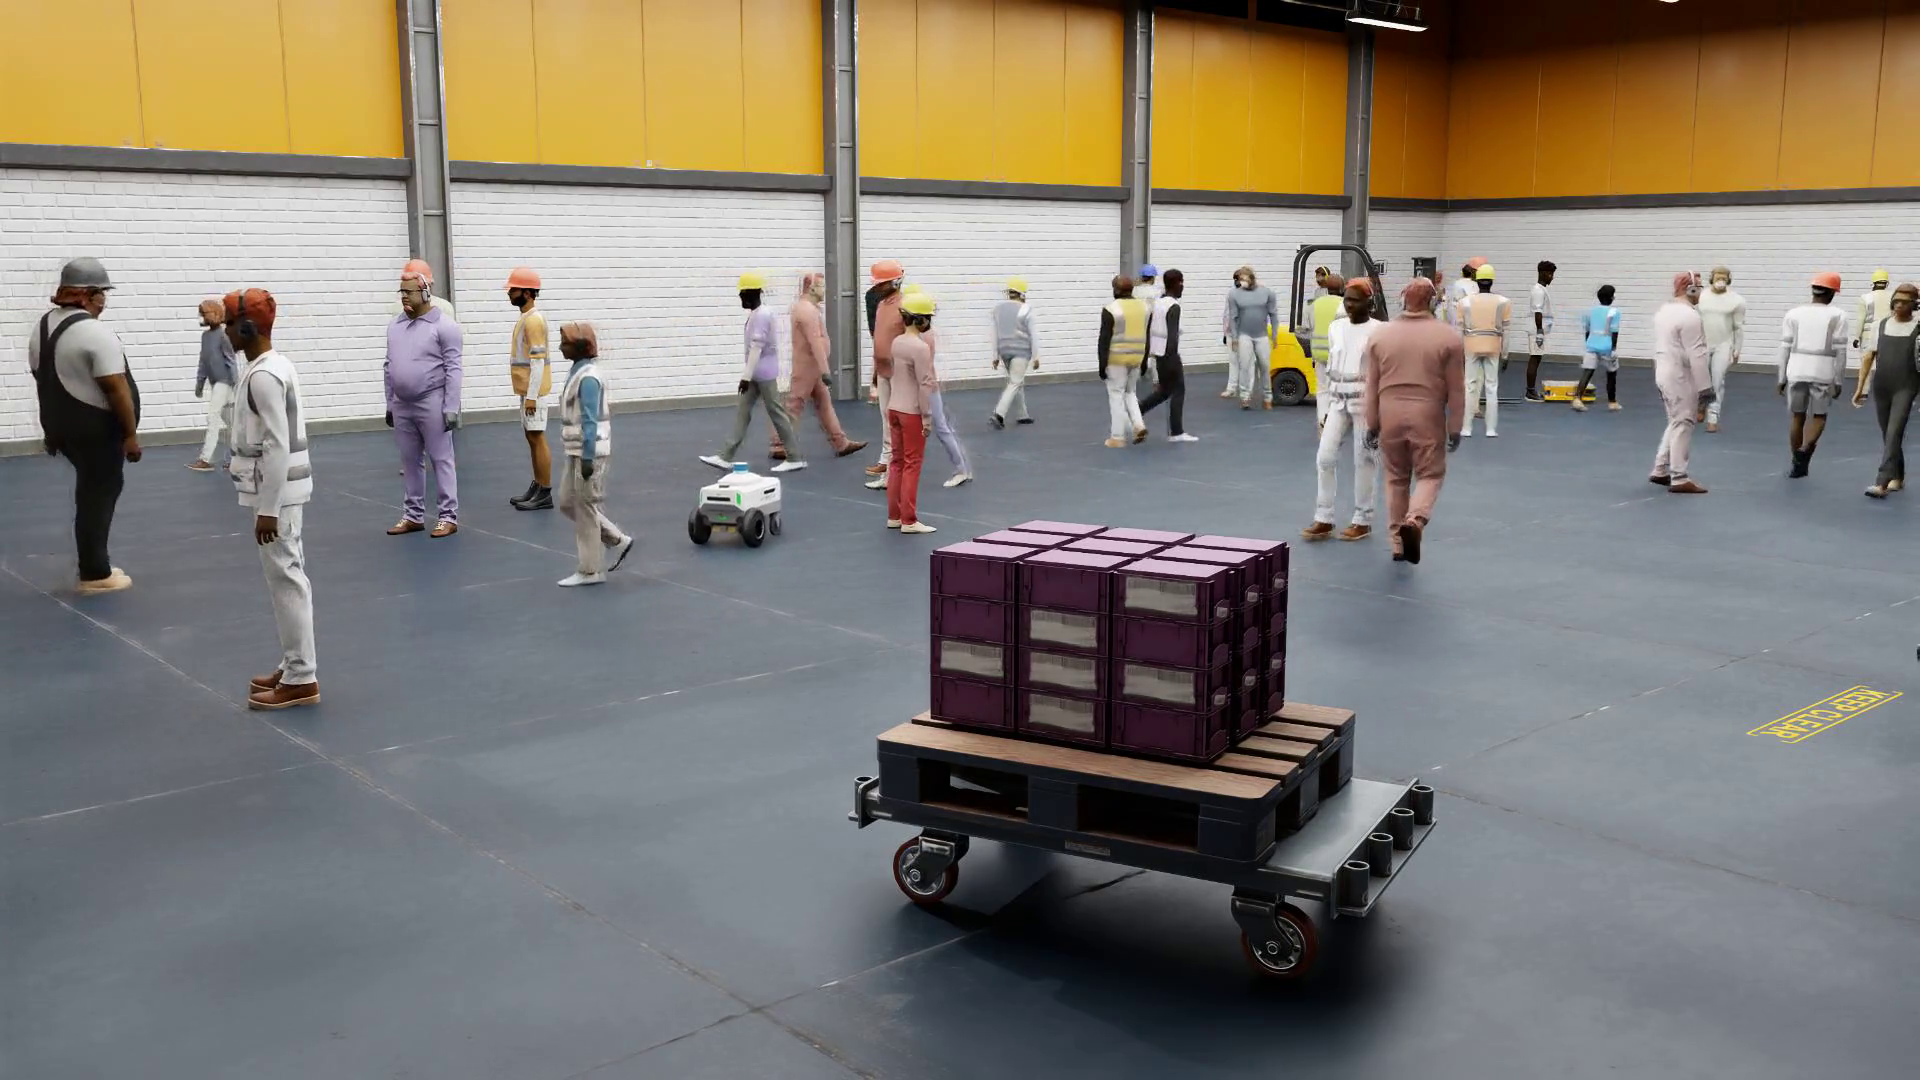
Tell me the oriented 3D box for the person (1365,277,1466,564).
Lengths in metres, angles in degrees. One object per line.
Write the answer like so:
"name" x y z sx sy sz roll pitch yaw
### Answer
"person" 2.943 -0.763 10.849 0.652 1.893 0.668 5 11 29

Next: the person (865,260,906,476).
"person" -0.621 -1.544 15.145 0.393 1.985 0.611 -7 12 -34

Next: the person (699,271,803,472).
"person" -1.931 -1.552 15.497 0.980 1.873 0.608 -3 10 -16

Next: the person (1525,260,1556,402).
"person" 8.085 -2.907 23.202 0.369 1.958 0.602 3 10 17

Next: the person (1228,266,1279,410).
"person" 3.843 -2.639 21.812 0.672 1.892 0.591 2 10 9

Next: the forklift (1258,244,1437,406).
"forklift" 5.256 -2.933 22.661 2.313 2.155 1.214 3 10 16

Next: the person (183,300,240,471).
"person" -7.083 -1.444 15.676 0.521 1.602 0.770 9 13 43

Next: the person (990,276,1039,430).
"person" 0.622 -2.193 19.528 0.587 1.797 0.897 8 13 39

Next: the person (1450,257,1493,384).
"person" 7.692 -3.212 24.843 0.635 2.004 0.834 -3 10 -14

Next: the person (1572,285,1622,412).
"person" 8.320 -2.489 21.639 0.857 1.657 0.541 -7 12 -35

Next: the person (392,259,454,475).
"person" -4.969 -1.588 15.379 0.622 1.990 0.402 1 10 7

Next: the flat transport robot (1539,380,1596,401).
"flat transport robot" 8.560 -2.108 23.453 0.652 0.197 1.431 3 10 16

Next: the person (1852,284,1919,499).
"person" 7.898 -1.255 14.049 0.987 1.798 0.512 -8 12 -38

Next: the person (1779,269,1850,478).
"person" 7.658 -1.479 14.997 0.564 1.916 0.602 8 12 39

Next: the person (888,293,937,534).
"person" -0.338 -0.926 12.195 0.348 1.756 0.518 -5 11 -29

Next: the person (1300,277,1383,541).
"person" 2.709 -0.902 11.695 0.649 1.871 0.613 -8 12 -38

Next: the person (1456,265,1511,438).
"person" 5.830 -2.101 18.573 0.590 1.925 0.374 2 10 14

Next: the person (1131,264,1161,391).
"person" 2.723 -3.157 24.809 0.960 1.915 0.605 -9 13 -43

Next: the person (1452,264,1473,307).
"person" 9.337 -4.150 30.735 0.521 1.873 0.335 2 10 14

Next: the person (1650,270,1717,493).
"person" 6.179 -1.342 14.206 0.450 1.903 0.670 1 10 4

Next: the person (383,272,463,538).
"person" -3.900 -0.973 12.018 0.642 1.913 0.409 4 10 20

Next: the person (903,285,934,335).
"person" -0.543 -2.080 19.112 0.496 1.691 0.928 -1 10 -9

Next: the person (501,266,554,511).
"person" -3.450 -1.208 13.302 0.354 1.942 0.545 -4 10 -21

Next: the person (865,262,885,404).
"person" -0.993 -2.829 22.817 0.386 1.945 0.735 8 13 41

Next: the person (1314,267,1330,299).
"person" 5.506 -3.217 25.296 0.328 1.865 0.521 -5 11 -28

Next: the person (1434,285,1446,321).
"person" 6.752 -2.862 23.945 0.528 1.619 0.506 6 12 33

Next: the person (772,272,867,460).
"person" -1.427 -1.716 16.520 0.985 1.855 0.668 -1 10 -7

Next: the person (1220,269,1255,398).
"person" 4.004 -2.940 23.739 0.429 1.839 0.633 -10 14 -44

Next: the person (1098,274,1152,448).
"person" 1.712 -1.875 17.522 0.648 1.833 0.435 -6 11 -32

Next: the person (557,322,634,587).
"person" -2.276 -0.525 10.201 0.416 1.624 0.538 -4 10 -21

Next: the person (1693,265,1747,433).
"person" 8.722 -2.215 19.249 0.645 1.926 0.608 5 11 26

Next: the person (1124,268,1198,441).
"person" 2.209 -2.004 18.104 0.743 1.897 0.597 -2 10 -11

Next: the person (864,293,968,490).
"person" -0.337 -1.284 14.442 0.961 1.708 0.541 -5 11 -28

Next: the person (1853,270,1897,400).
"person" 12.866 -2.876 23.384 0.599 1.830 0.403 0 10 2

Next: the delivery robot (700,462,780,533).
"delivery robot" -1.556 -0.309 11.818 0.477 0.478 0.707 3 10 18

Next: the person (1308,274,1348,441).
"person" 4.070 -1.983 18.163 0.449 1.831 0.626 -9 13 -42

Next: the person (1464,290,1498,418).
"person" 6.415 -2.305 20.697 0.497 1.607 0.537 2 10 11

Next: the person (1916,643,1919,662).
"person" 5.069 -0.261 7.931 1.045 1.876 0.647 -6 11 -30

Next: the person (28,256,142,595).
"person" -5.176 -0.694 10.000 0.714 2.000 0.580 6 12 32

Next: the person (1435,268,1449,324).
"person" 7.159 -3.170 25.079 0.381 1.844 0.576 -1 10 -9

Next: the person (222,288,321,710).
"person" -3.090 -0.185 7.479 0.339 1.882 0.581 -3 10 -18
